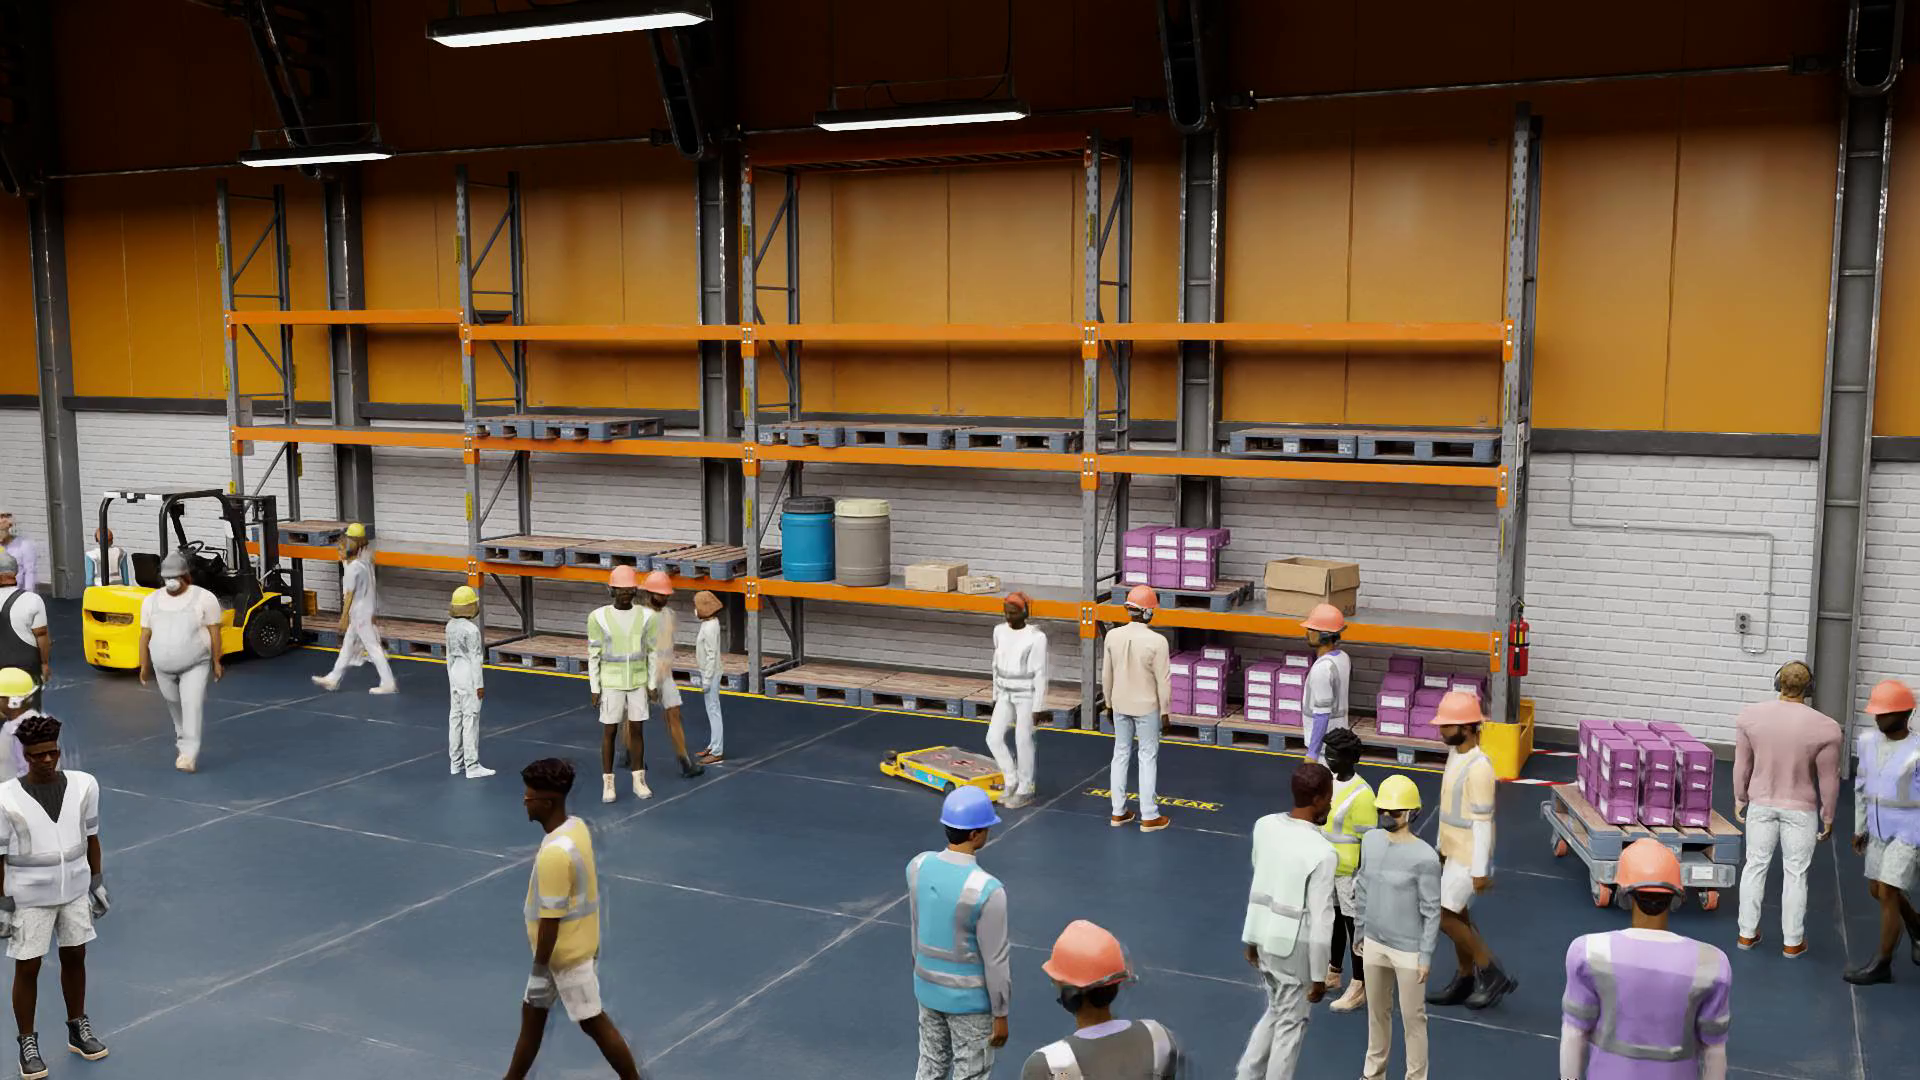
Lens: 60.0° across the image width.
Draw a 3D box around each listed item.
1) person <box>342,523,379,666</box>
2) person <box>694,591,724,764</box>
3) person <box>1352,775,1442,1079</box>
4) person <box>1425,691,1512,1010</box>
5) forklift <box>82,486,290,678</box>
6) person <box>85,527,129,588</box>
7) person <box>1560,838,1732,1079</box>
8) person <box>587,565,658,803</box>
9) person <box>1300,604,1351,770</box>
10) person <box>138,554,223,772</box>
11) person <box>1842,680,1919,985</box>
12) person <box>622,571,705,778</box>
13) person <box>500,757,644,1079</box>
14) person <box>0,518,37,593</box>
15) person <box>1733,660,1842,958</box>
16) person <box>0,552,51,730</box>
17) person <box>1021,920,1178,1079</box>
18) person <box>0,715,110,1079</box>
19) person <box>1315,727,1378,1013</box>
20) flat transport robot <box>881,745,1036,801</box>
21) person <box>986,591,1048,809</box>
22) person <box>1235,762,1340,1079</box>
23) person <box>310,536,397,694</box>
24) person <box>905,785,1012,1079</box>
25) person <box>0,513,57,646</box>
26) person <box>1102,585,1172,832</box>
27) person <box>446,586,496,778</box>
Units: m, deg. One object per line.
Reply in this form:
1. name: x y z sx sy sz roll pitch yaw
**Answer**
1. person: -7.341 0.660 20.314 0.290 1.746 0.486 3 8 25
2. person: -2.358 1.284 15.622 0.289 1.633 0.497 -1 7 -8
3. person: 2.227 2.072 8.553 0.304 1.772 0.528 -5 8 -34
4. person: 2.960 1.842 9.843 0.426 1.915 0.556 1 7 5
5. forklift: -9.426 0.454 20.179 1.214 2.155 2.313 3 8 26
6. person: -10.644 0.658 20.772 0.308 1.636 0.524 6 9 40
7. person: 2.678 2.180 6.563 0.611 2.035 0.397 2 7 13
8. person: -2.893 1.231 14.357 0.608 2.048 0.364 -3 8 -25
9. person: 2.672 1.482 12.282 0.364 2.048 0.608 3 8 25
10. person: -7.219 1.123 15.274 0.704 2.000 0.900 0 7 -3
11. person: 5.857 1.794 10.300 0.751 1.912 0.550 -2 7 -16
12. person: -2.752 1.223 15.106 0.985 1.885 0.560 6 9 41
13. person: -2.021 2.027 8.328 1.032 1.914 0.621 -1 7 -7
14. person: -11.408 0.648 20.052 0.635 1.854 1.044 0 7 -3
15. person: 5.322 1.730 10.741 0.630 1.934 0.367 5 9 38
16. person: -8.752 1.115 15.341 0.690 2.000 0.538 -2 7 -17
17. person: 0.483 2.311 5.730 0.628 1.990 1.062 -5 8 -34
18. person: -4.962 1.912 9.061 0.362 1.965 0.612 5 9 37
19. person: 2.277 1.946 9.909 0.319 1.692 0.533 -2 7 -18
20. flat transport robot: -0.034 2.060 14.781 0.652 0.197 1.431 -5 9 -37
21. person: 0.466 1.355 14.064 0.610 1.869 0.455 6 9 43
22. person: 1.622 2.045 8.311 0.500 1.887 0.607 -4 8 -27
23. person: -6.790 0.848 18.578 0.986 1.786 0.518 -1 7 -8
24. person: 0.001 2.089 7.712 0.398 1.944 0.610 -7 10 -43
25. person: -11.986 0.551 20.966 0.944 1.796 0.592 -6 9 -39
26. person: 1.457 1.359 13.527 0.625 1.992 0.398 6 9 38
27. person: -4.484 1.285 15.150 0.491 1.746 0.285 6 9 42
